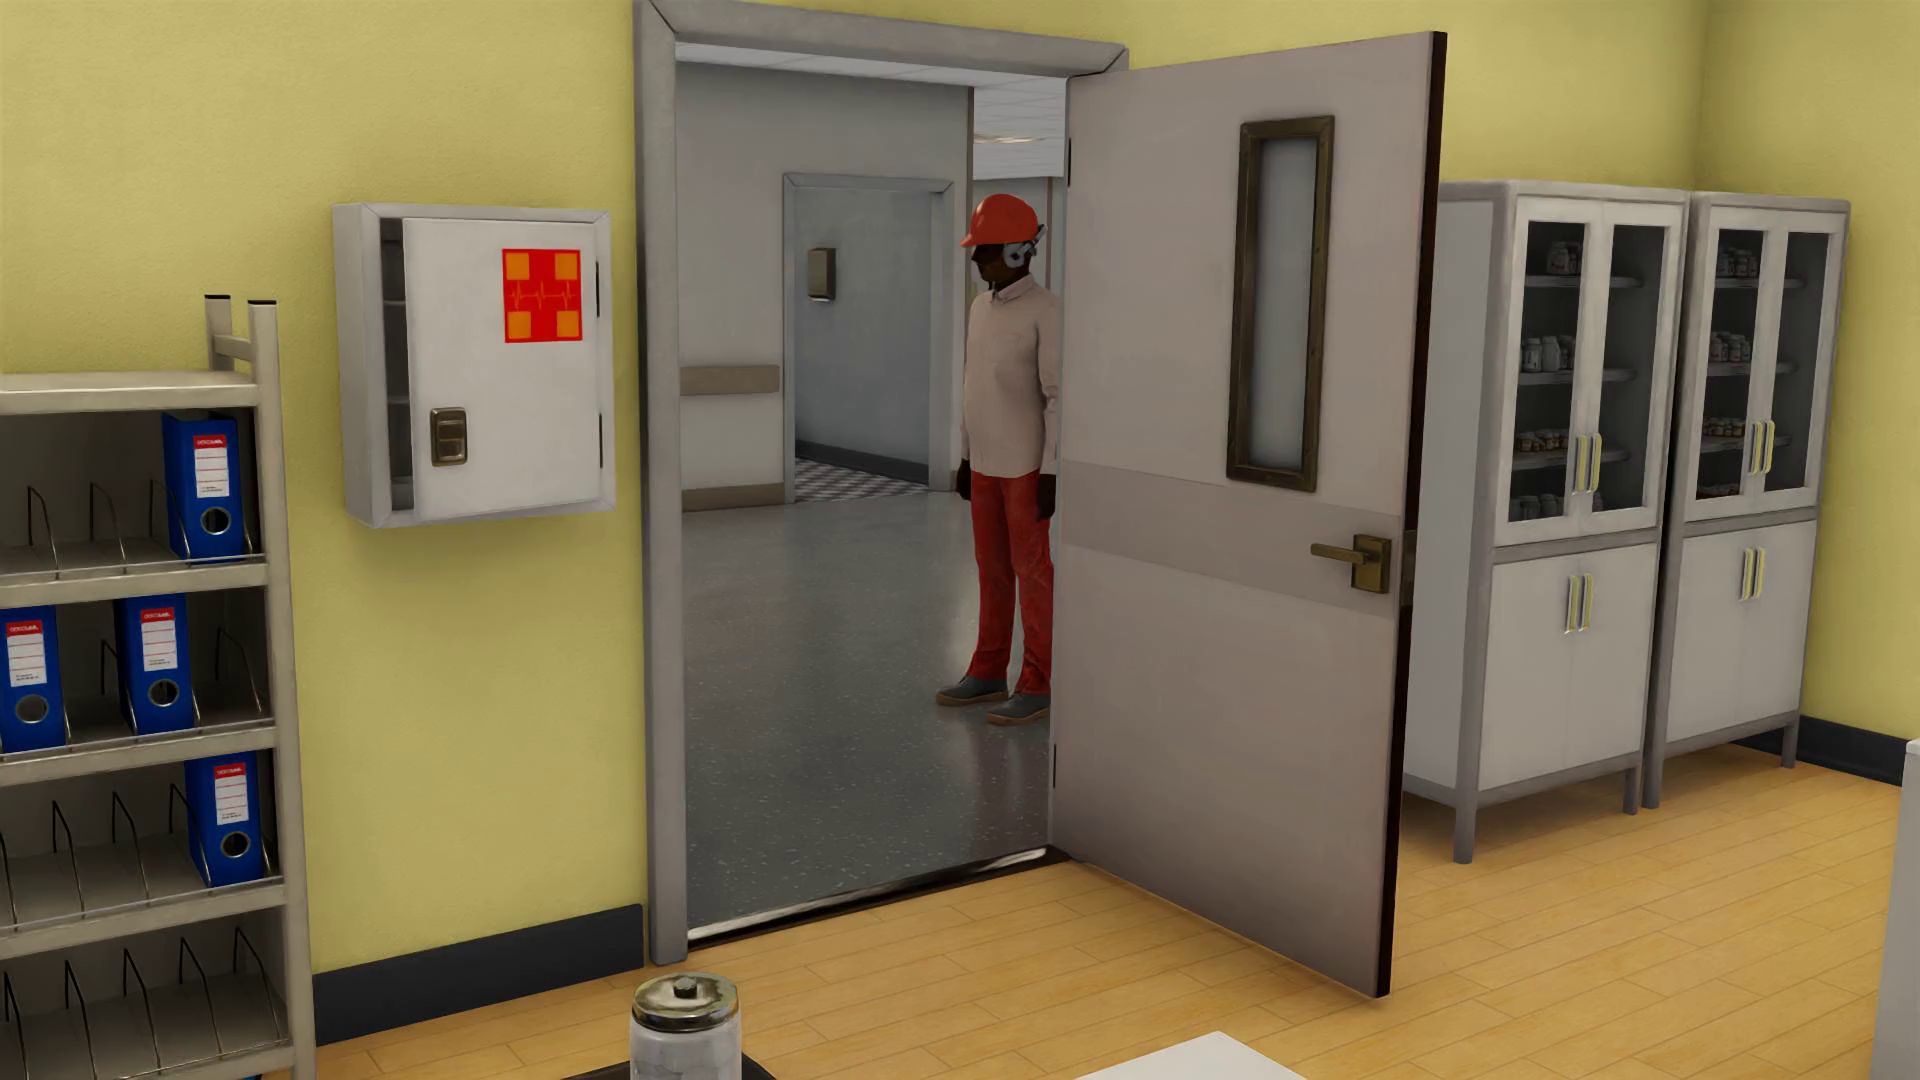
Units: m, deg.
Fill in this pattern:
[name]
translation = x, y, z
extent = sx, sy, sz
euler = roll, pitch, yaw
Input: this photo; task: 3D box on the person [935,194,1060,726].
[person]
translation = 0.178, -0.298, 6.310
extent = 0.392, 1.990, 0.611
euler = -5, 11, -32
